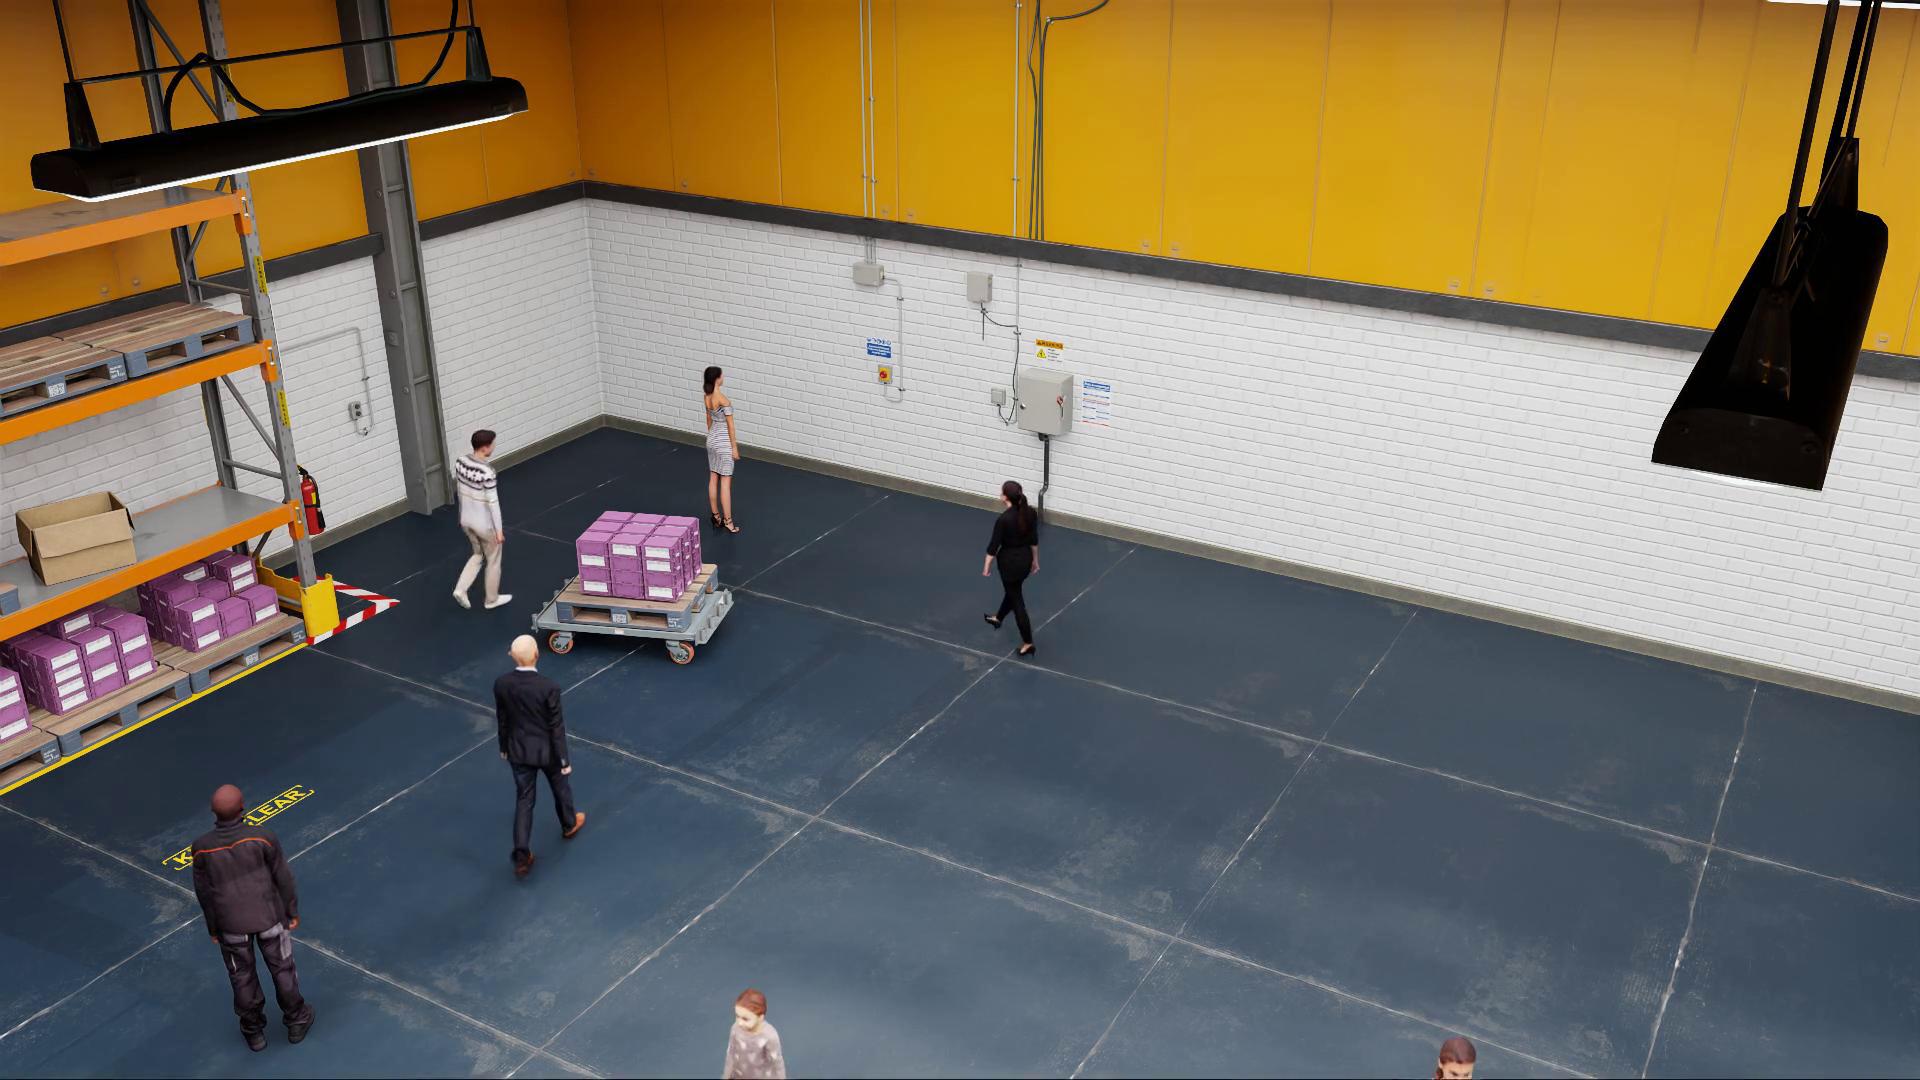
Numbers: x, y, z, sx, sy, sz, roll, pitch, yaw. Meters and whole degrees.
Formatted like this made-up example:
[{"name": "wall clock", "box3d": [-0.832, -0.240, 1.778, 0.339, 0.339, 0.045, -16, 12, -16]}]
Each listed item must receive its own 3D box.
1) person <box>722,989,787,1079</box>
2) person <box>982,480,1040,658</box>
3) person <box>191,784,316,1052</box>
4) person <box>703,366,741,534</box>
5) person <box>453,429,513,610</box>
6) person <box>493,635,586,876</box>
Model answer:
[{"name": "person", "box3d": [-1.082, 2.967, 9.239, 0.513, 1.165, 0.792, 14, 27, 29]}, {"name": "person", "box3d": [0.545, 0.296, 14.775, 1.048, 1.624, 0.912, -18, 30, -36]}, {"name": "person", "box3d": [-4.274, 2.265, 10.020, 0.782, 1.825, 0.858, -8, 25, -17]}, {"name": "person", "box3d": [-2.515, -0.952, 17.383, 0.625, 1.822, 0.649, -21, 31, -39]}, {"name": "person", "box3d": [-4.530, -0.137, 15.518, 0.768, 1.822, 0.834, 13, 27, 28]}, {"name": "person", "box3d": [-3.044, 1.538, 11.758, 0.973, 1.765, 1.198, 4, 24, 8]}]
